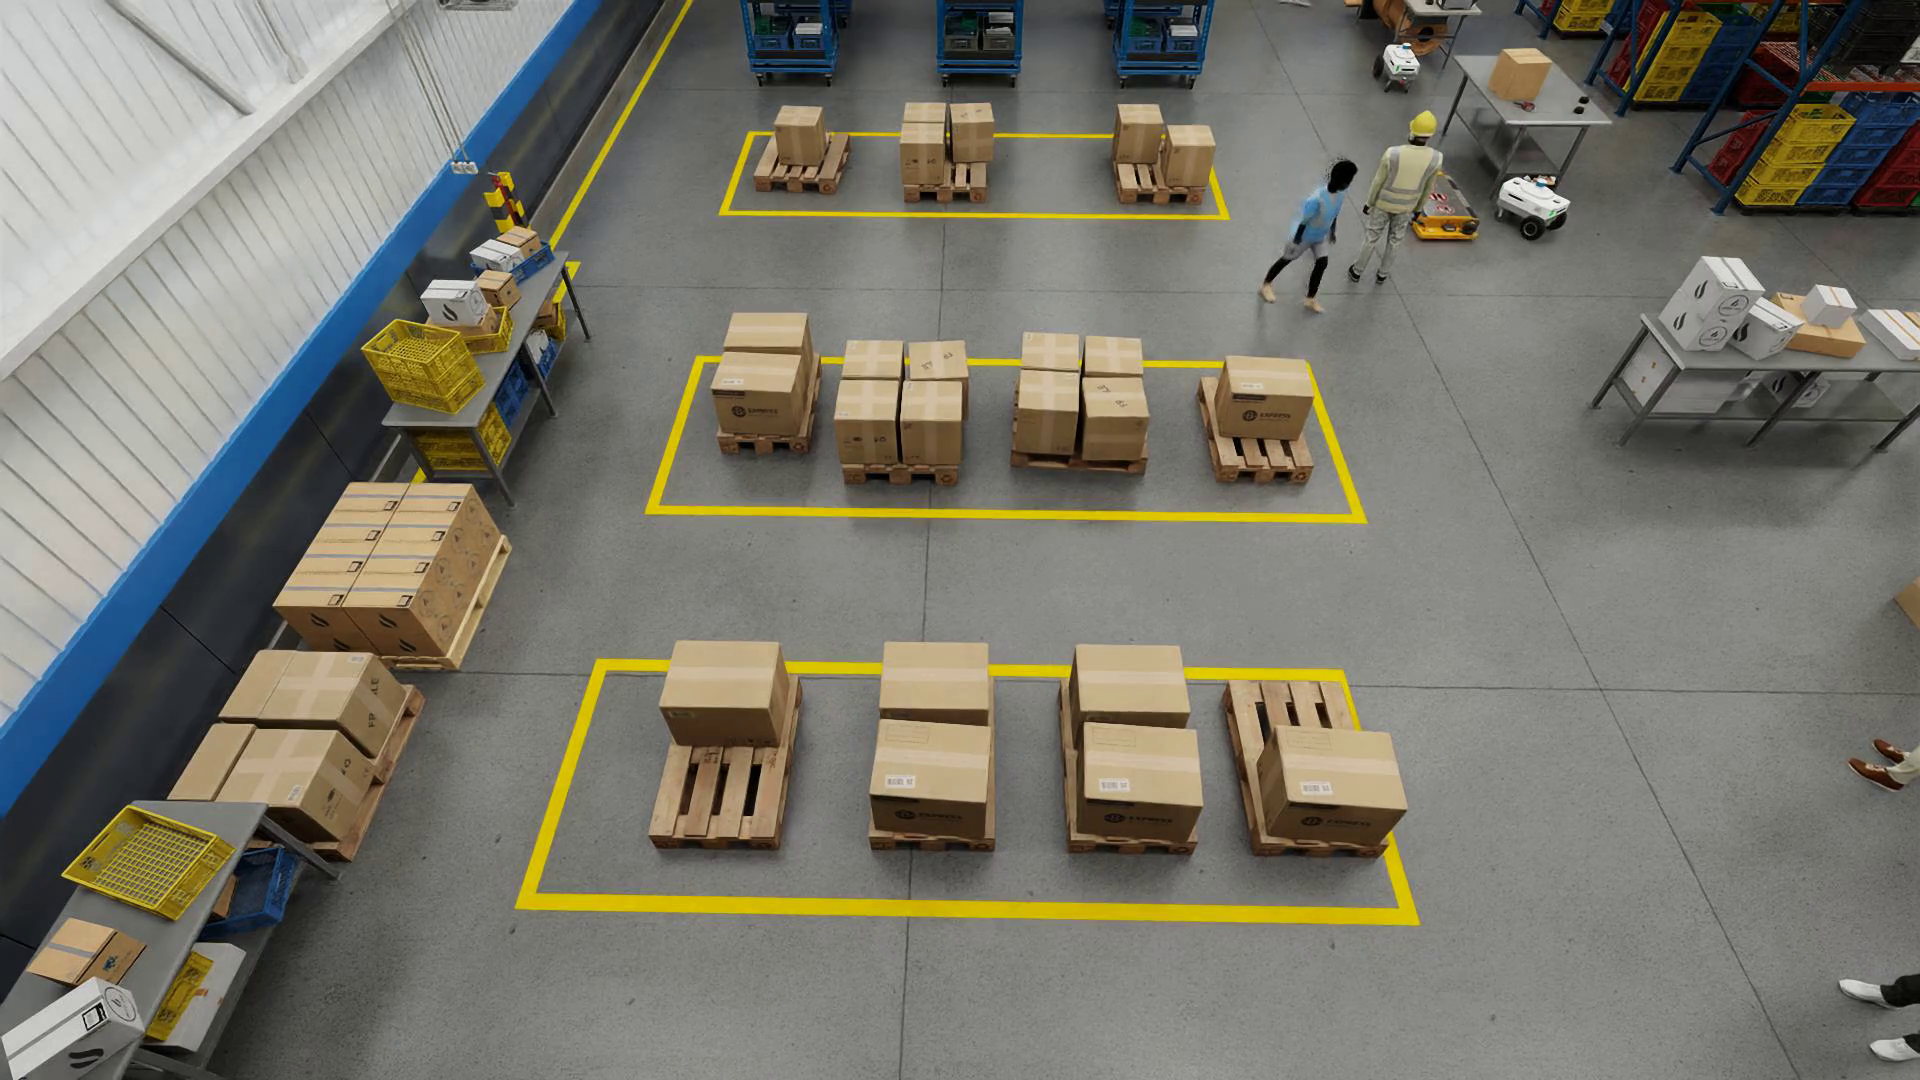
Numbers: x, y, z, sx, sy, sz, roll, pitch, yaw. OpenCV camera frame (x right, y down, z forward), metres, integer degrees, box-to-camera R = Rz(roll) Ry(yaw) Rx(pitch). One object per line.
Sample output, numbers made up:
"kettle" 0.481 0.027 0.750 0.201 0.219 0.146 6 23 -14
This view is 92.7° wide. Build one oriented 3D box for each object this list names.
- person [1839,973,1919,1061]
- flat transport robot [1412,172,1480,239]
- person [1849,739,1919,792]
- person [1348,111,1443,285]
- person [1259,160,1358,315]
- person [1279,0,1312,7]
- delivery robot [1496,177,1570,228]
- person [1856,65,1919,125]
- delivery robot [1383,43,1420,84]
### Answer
"person" 5.342 2.184 4.543 0.397 1.920 0.587 7 49 6
"flat transport robot" 5.692 -4.094 11.059 0.652 0.197 1.431 1 49 1
"person" 6.373 0.955 5.645 0.508 1.864 0.332 -22 53 -18
"person" 4.536 -3.523 9.543 0.605 1.828 0.403 10 50 8
"person" 3.589 -3.059 9.265 0.546 1.631 0.842 -27 54 -22
"person" 5.658 -9.604 14.945 0.523 1.617 0.542 -5 49 -4
"delivery robot" 6.686 -3.972 10.707 0.477 0.478 0.707 -27 54 -21
"person" 12.231 -6.142 11.774 0.572 1.882 0.356 -1 49 -1
"delivery robot" 6.381 -6.917 13.256 0.477 0.478 0.707 2 49 2
